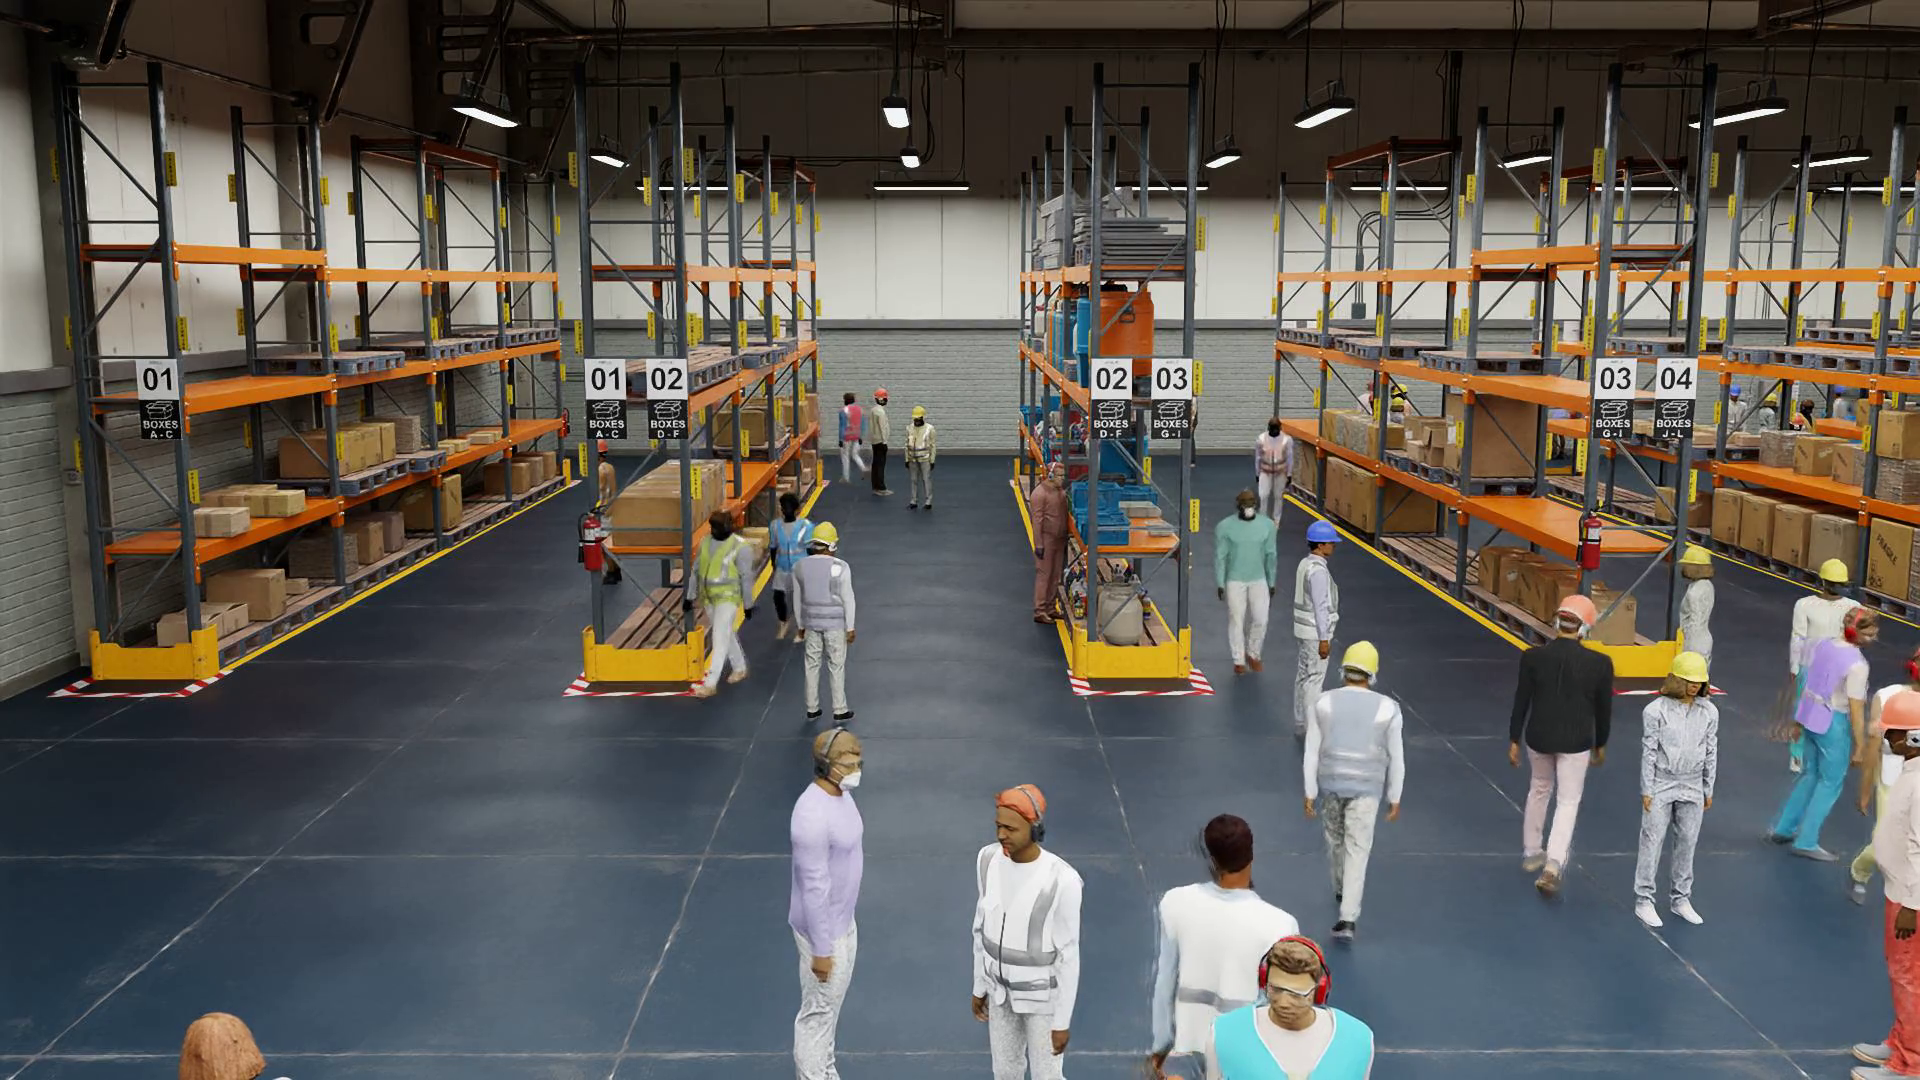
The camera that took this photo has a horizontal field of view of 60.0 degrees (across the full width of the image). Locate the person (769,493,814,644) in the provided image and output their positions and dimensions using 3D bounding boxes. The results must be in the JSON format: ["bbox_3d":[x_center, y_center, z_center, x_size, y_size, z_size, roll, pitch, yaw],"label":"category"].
[{"bbox_3d":[-1.844,0.317,18.262,0.547,1.684,0.396,1,9,9],"label":"person"}]

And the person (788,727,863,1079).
[{"bbox_3d":[-0.608,1.819,7.786,0.370,1.934,0.627,1,9,6],"label":"person"}]

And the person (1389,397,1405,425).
[{"bbox_3d":[8.482,-1.901,32.329,0.295,1.744,0.485,-5,10,-28],"label":"person"}]

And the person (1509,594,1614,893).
[{"bbox_3d":[3.914,1.336,10.922,0.614,1.940,0.859,6,11,33],"label":"person"}]

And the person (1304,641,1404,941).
[{"bbox_3d":[2.413,1.523,10.237,0.599,1.776,0.990,3,9,21],"label":"person"}]

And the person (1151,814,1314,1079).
[{"bbox_3d":[1.153,2.024,6.718,0.665,1.845,1.015,8,12,40],"label":"person"}]

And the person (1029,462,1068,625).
[{"bbox_3d":[1.074,0.028,19.455,0.401,1.893,0.652,6,11,35],"label":"person"}]

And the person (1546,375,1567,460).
[{"bbox_3d":[13.320,-2.746,37.138,0.545,1.939,0.373,-5,10,-27],"label":"person"}]

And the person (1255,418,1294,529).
[{"bbox_3d":[5.001,-1.031,26.540,0.620,1.803,0.808,2,9,15],"label":"person"}]

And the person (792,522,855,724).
[{"bbox_3d":[-1.210,0.745,15.017,0.590,1.833,0.404,3,9,19],"label":"person"}]

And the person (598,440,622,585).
[{"bbox_3d":[-4.719,-0.376,21.954,0.407,1.928,0.543,0,9,2],"label":"person"}]

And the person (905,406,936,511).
[{"bbox_3d":[-0.701,-1.417,28.971,0.598,1.824,0.403,4,10,26],"label":"person"}]

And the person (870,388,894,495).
[{"bbox_3d":[-1.483,-1.835,31.093,0.381,1.994,0.617,-4,10,-22],"label":"person"}]

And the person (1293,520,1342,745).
[{"bbox_3d":[3.064,0.796,14.322,0.385,1.948,0.602,0,9,-3],"label":"person"}]

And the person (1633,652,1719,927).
[{"bbox_3d":[4.437,1.533,10.272,0.482,1.734,0.332,-1,9,-4],"label":"person"}]

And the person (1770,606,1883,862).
[{"bbox_3d":[5.961,1.324,11.376,0.456,1.804,0.604,0,9,3],"label":"person"}]

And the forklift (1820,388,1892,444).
[{"bbox_3d":[20.072,-3.110,36.462,1.873,2.768,1.129,0,9,0],"label":"forklift"}]

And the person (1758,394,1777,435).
[{"bbox_3d":[16.305,-2.091,33.589,0.326,1.735,0.491,0,9,-2],"label":"person"}]

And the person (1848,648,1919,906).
[{"bbox_3d":[5.756,1.501,10.156,0.599,1.828,0.598,0,9,3],"label":"person"}]

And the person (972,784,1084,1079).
[{"bbox_3d":[0.273,1.952,7.105,0.573,1.880,0.359,9,12,44],"label":"person"}]

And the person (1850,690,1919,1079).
[{"bbox_3d":[4.695,1.725,8.259,0.412,1.979,0.629,4,10,24],"label":"person"}]

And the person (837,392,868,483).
[{"bbox_3d":[-2.144,-2.017,32.825,0.564,1.826,0.628,8,12,43],"label":"person"}]

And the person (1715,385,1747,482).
[{"bbox_3d":[15.346,-2.119,33.108,0.604,1.937,0.402,0,9,2],"label":"person"}]

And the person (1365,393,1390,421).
[{"bbox_3d":[7.726,-1.783,31.009,0.552,1.923,0.390,1,9,3],"label":"person"}]

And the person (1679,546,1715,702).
[{"bbox_3d":[6.270,0.912,14.229,0.320,1.742,0.492,6,11,34],"label":"person"}]

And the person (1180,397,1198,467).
[{"bbox_3d":[4.925,-2.468,35.688,0.343,1.840,0.506,0,9,-1],"label":"person"}]

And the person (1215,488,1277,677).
[{"bbox_3d":[2.877,0.435,16.707,0.640,1.922,0.454,0,9,0],"label":"person"}]

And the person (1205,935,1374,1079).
[{"bbox_3d":[1.099,2.200,5.631,0.564,1.841,0.389,0,9,-1],"label":"person"}]

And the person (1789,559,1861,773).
[{"bbox_3d":[6.982,1.026,13.440,0.570,1.765,0.330,1,9,7],"label":"person"}]

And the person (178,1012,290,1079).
[{"bbox_3d":[-2.362,2.336,5.462,0.289,1.624,0.498,5,10,30],"label":"person"}]

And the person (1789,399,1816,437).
[{"bbox_3d":[15.441,-1.659,30.483,0.619,1.837,0.430,-5,10,-31],"label":"person"}]

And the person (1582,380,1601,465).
[{"bbox_3d":[13.699,-2.550,36.022,0.650,1.900,0.400,-8,12,-40],"label":"person"}]

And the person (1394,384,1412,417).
[{"bbox_3d":[8.947,-2.200,33.688,0.374,1.919,0.585,1,9,5],"label":"person"}]

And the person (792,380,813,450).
[{"bbox_3d":[-3.194,-2.216,33.399,0.663,2.000,0.707,2,9,11],"label":"person"}]

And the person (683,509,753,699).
[{"bbox_3d":[-2.332,0.583,16.203,0.634,1.798,0.931,6,11,35],"label":"person"}]
